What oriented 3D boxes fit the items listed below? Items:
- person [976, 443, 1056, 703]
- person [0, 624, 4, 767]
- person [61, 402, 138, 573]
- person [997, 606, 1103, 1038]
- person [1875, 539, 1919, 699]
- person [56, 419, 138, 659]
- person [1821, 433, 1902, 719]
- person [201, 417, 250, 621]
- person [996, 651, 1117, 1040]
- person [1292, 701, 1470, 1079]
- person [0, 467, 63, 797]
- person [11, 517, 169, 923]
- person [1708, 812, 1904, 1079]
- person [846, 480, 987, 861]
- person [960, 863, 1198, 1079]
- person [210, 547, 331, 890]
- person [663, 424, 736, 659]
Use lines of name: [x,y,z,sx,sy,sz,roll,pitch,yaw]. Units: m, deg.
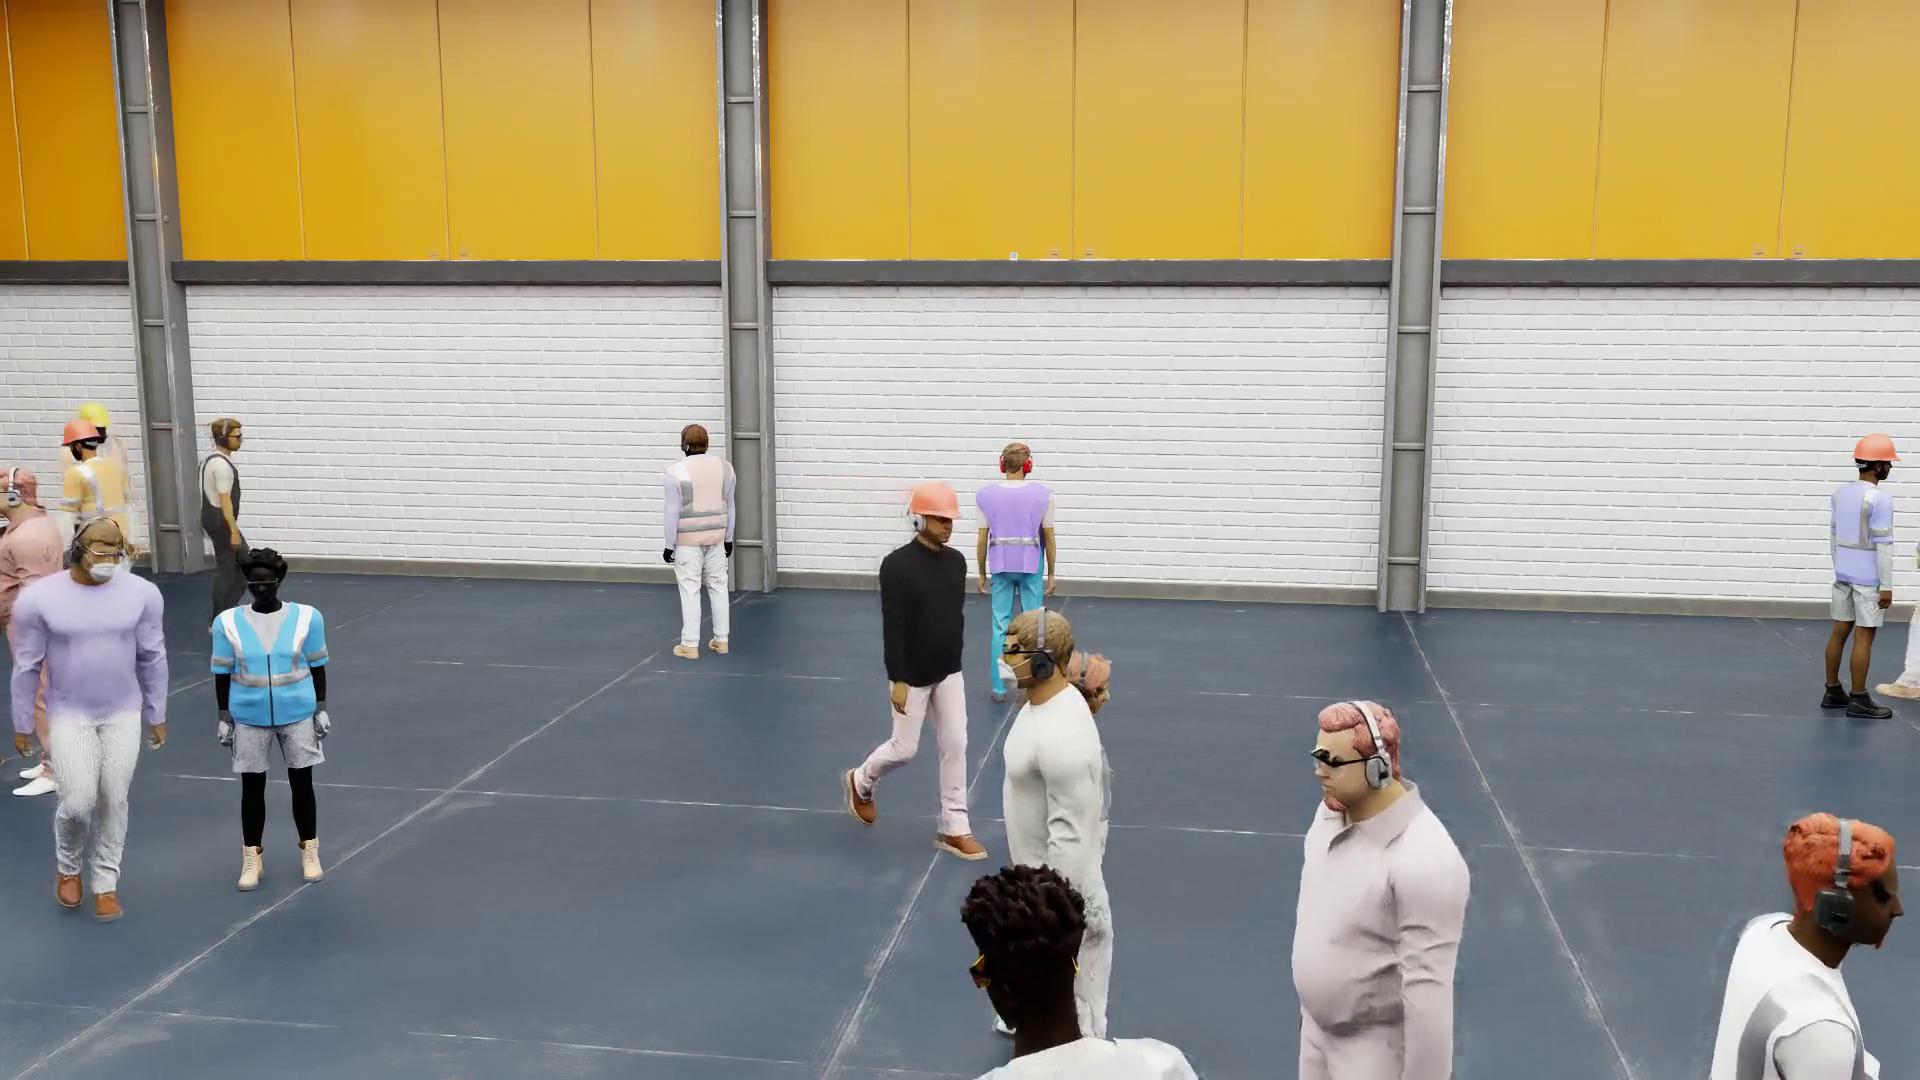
person: [0.390,0.242,11.633,0.563,1.836,0.389,1,9,7]
person: [-6.047,0.472,9.902,0.629,1.940,0.373,-6,11,-34]
person: [-7.442,-0.250,14.450,0.427,1.901,0.609,6,11,32]
person: [0.296,1.173,5.575,0.353,1.937,0.635,0,9,-2]
person: [6.996,0.271,11.590,0.856,1.811,0.664,8,12,42]
person: [-6.759,0.007,12.931,0.975,1.873,0.574,1,9,9]
person: [6.153,0.242,11.322,0.355,1.938,0.545,-1,9,-9]
person: [-6.044,-0.108,13.819,0.488,1.824,0.528,-4,10,-23]
person: [0.419,1.210,6.318,0.460,1.623,0.539,-3,10,-17]
person: [1.145,1.355,4.604,0.483,1.885,0.669,-2,9,-14]
person: [-5.413,0.525,9.673,0.403,1.906,0.651,-4,10,-22]
person: [-4.026,0.836,7.753,0.676,1.906,0.426,-7,12,-38]
person: [1.915,1.515,3.691,0.599,1.861,0.602,3,10,19]
person: [-0.224,0.653,8.693,0.617,1.973,0.835,-8,12,-41]
person: [0.167,1.562,3.151,0.596,1.938,0.425,-6,11,-32]
person: [-3.380,0.869,8.187,0.542,1.697,0.316,-3,10,-20]
person: [-2.063,0.005,13.079,0.634,1.841,0.429,-7,12,-38]
